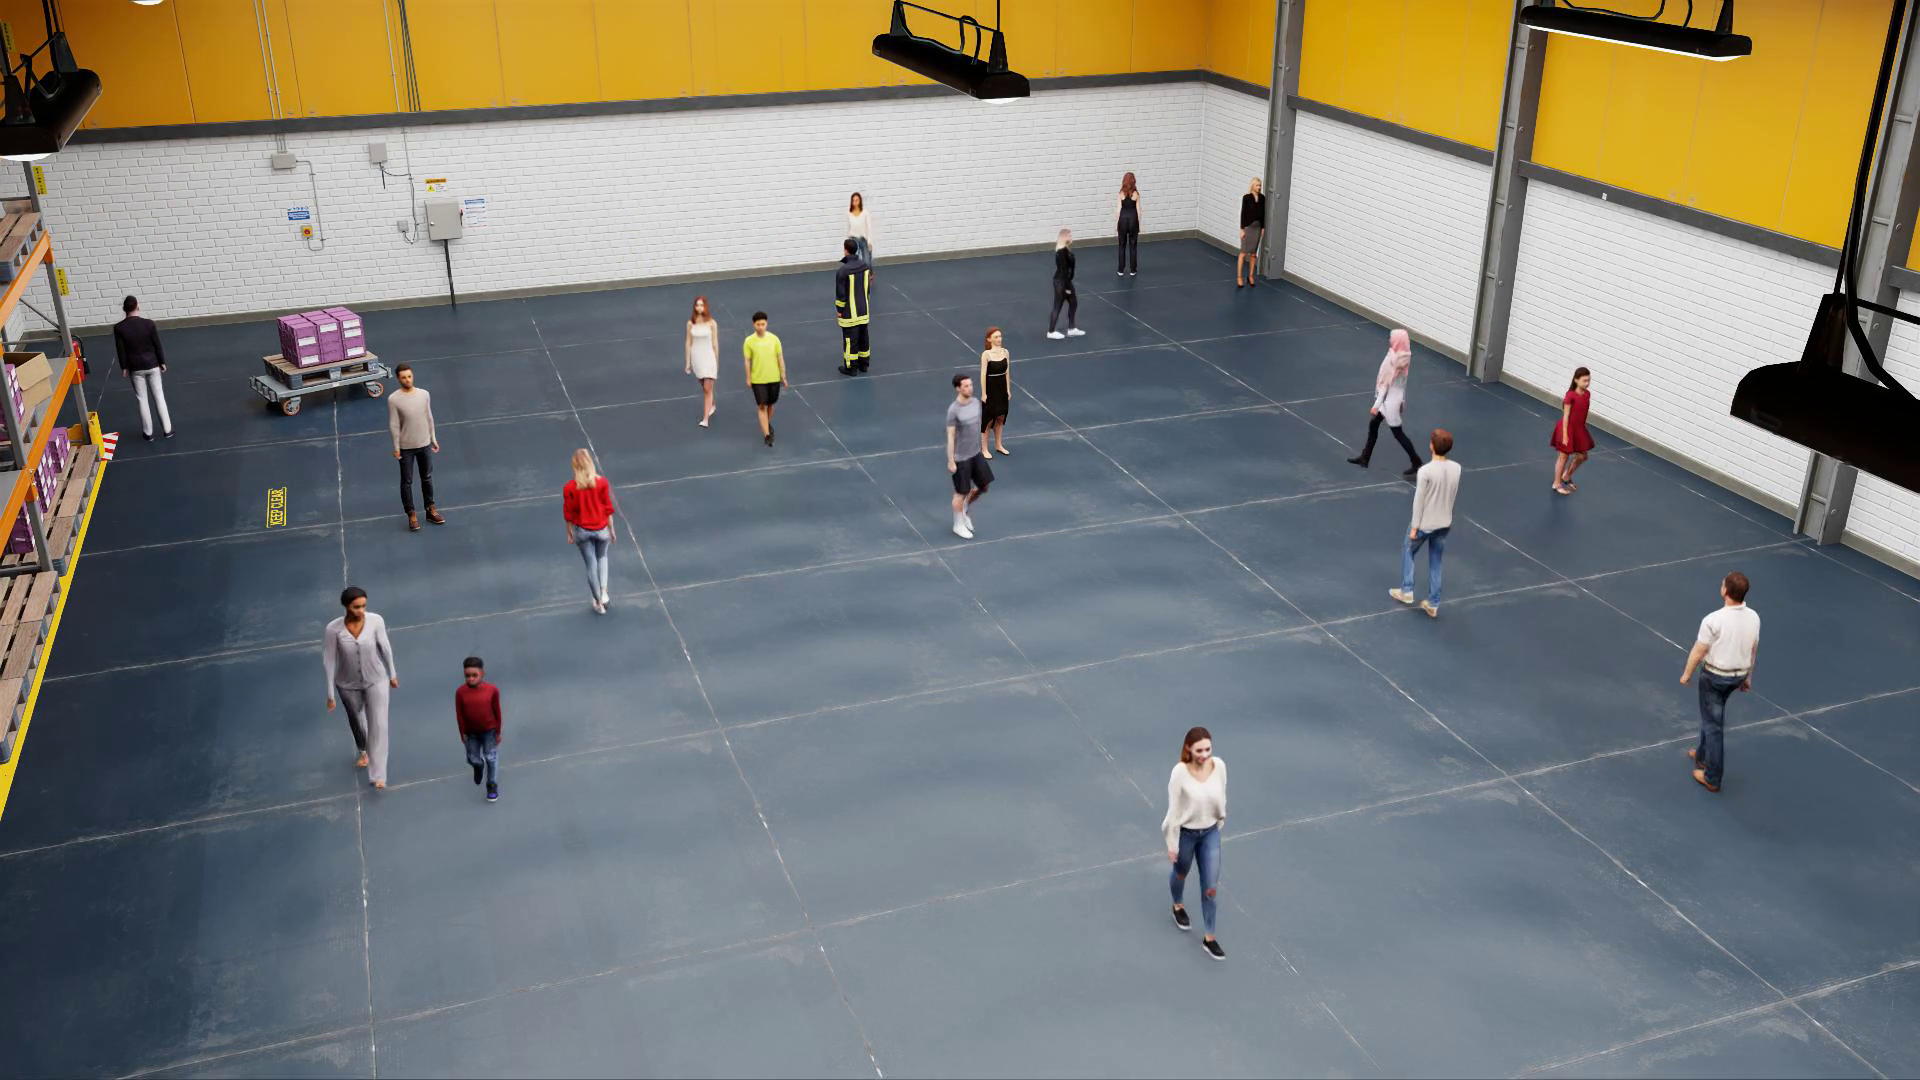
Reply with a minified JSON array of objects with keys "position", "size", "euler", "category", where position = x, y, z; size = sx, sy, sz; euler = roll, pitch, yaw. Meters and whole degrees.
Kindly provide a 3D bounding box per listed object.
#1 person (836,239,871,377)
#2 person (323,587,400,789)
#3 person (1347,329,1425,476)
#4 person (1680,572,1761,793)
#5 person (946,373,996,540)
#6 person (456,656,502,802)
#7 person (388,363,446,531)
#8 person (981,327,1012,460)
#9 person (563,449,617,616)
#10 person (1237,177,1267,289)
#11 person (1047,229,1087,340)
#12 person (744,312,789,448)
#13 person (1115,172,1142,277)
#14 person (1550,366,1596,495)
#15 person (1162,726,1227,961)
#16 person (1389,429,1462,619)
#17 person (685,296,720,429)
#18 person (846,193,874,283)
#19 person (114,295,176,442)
[{"position":[-1.490,-3.276,23.319],"size":[0.860,1.928,0.882],"euler":[20,31,38],"category":"person"},{"position":[-4.871,1.132,13.542],"size":[0.725,1.684,1.123],"euler":[-7,24,-15],"category":"person"},{"position":[5.182,-1.575,19.636],"size":[1.238,1.761,1.131],"euler":[13,27,27],"category":"person"},{"position":[6.132,1.170,13.267],"size":[0.737,1.834,0.846],"euler":[-6,24,-12],"category":"person"},{"position":[-0.006,-0.942,18.063],"size":[0.805,1.862,0.844],"euler":[-21,31,-40],"category":"person"},{"position":[-3.829,1.470,13.315],"size":[0.565,1.246,0.667],"euler":[-3,24,-6],"category":"person"},{"position":[-6.012,-1.052,18.308],"size":[0.727,1.868,0.695],"euler":[-19,30,-36],"category":"person"},{"position":[0.422,-1.825,20.380],"size":[0.614,1.625,0.637],"euler":[-14,27,-29],"category":"person"},{"position":[-3.583,-0.047,16.225],"size":[0.622,1.695,0.558],"euler":[-8,25,-18],"category":"person"},{"position":[4.829,-5.108,27.623],"size":[0.599,1.839,0.535],"euler":[-9,25,-19],"category":"person"},{"position":[1.443,-3.817,24.886],"size":[0.902,1.666,0.879],"euler":[3,24,8],"category":"person"},{"position":[-2.451,-2.049,20.839],"size":[0.625,1.667,1.052],"euler":[-8,25,-18],"category":"person"},{"position":[2.871,-5.400,28.409],"size":[0.660,1.743,0.660],"euler":[3,24,6],"category":"person"},{"position":[7.040,-1.295,19.273],"size":[0.601,1.540,0.661],"euler":[-12,26,-25],"category":"person"},{"position":[1.585,2.010,11.560],"size":[0.683,1.662,0.938],"euler":[-6,24,-14],"category":"person"},{"position":[4.632,-0.122,16.162],"size":[0.693,1.882,0.805],"euler":[-7,25,-16],"category":"person"},{"position":[-3.296,-2.330,21.490],"size":[0.959,1.660,1.213],"euler":[4,24,9],"category":"person"},{"position":[-1.617,-4.885,27.338],"size":[0.921,1.658,1.067],"euler":[5,24,11],"category":"person"},{"position":[-10.264,-2.165,20.885],"size":[0.682,1.842,0.556],"euler":[-11,26,-24],"category":"person"}]
